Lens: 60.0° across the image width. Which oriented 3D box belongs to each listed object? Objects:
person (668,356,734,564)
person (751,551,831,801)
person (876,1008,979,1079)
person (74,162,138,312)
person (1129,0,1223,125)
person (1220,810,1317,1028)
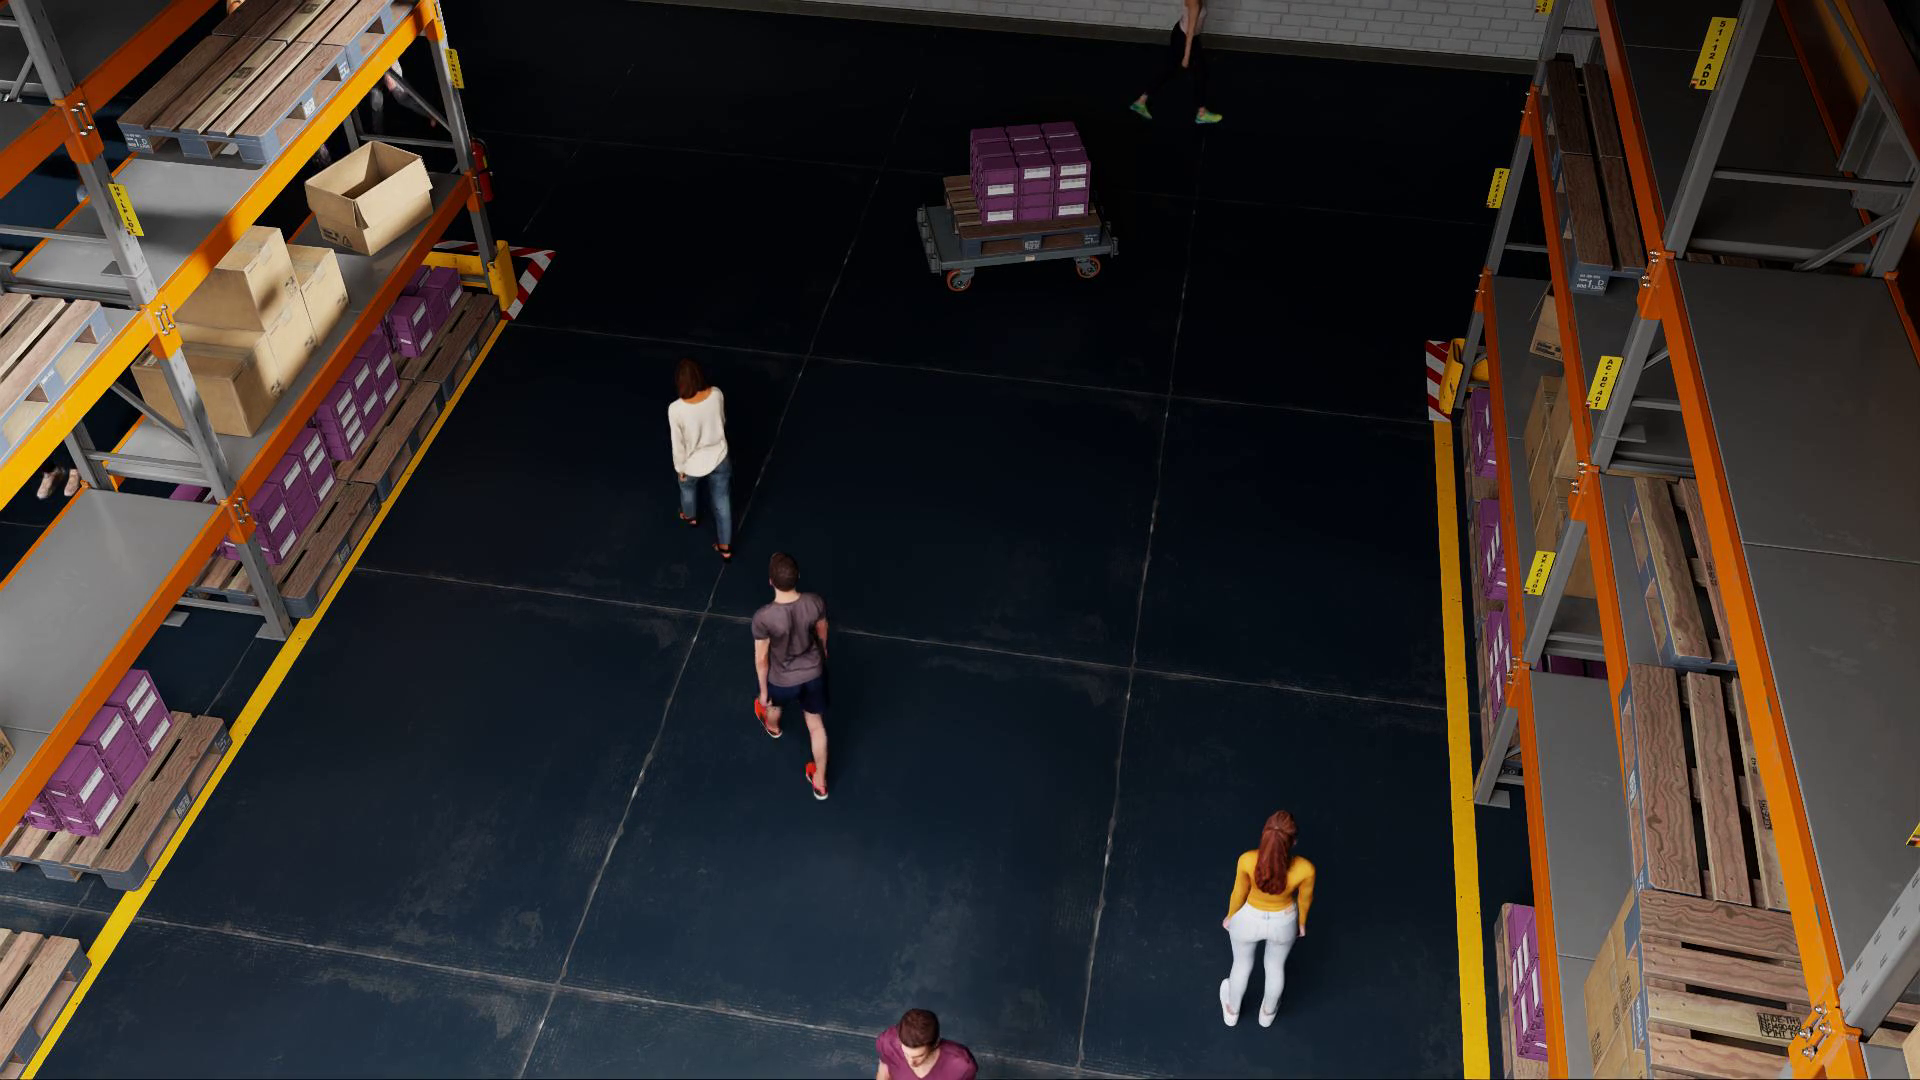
[{"bbox_3d":[-1.738,-0.510,11.522,0.914,1.659,1.010,-20,47,-20],"label":"person"},{"bbox_3d":[-0.952,0.869,9.960,1.049,1.817,1.196,-18,47,-18],"label":"person"},{"bbox_3d":[-0.131,2.698,8.027,0.723,1.836,0.781,15,46,15],"label":"person"},{"bbox_3d":[-7.038,-2.592,13.840,0.658,1.477,0.496,16,46,16],"label":"person"},{"bbox_3d":[2.079,-4.752,15.969,0.893,1.668,1.158,-4,44,-4],"label":"person"},{"bbox_3d":[1.614,2.022,8.799,0.594,1.748,0.523,5,44,6],"label":"person"}]
